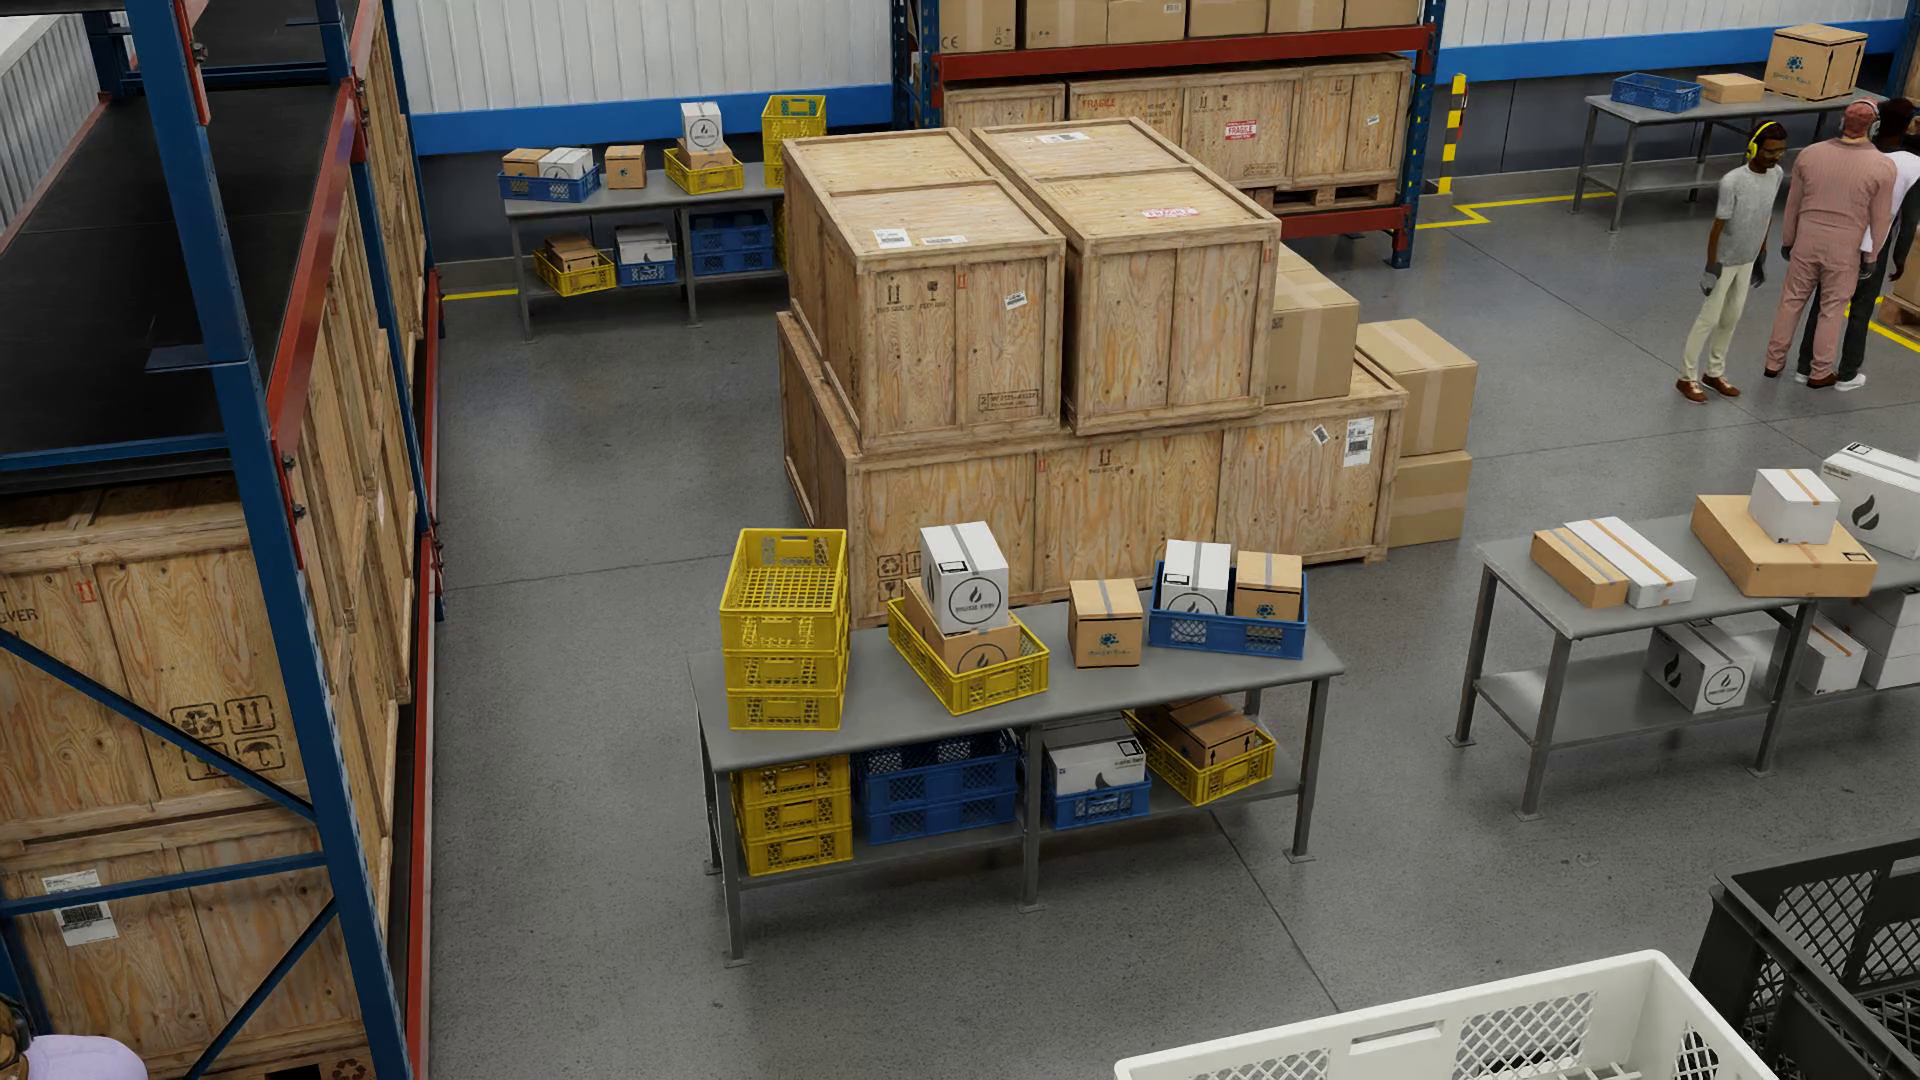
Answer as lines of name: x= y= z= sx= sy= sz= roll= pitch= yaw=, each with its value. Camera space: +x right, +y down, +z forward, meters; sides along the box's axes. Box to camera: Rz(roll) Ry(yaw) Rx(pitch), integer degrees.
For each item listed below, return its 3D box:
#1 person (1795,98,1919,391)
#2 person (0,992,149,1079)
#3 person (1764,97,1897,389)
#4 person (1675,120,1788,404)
person: x=5.875 y=-1.916 z=10.871 sx=0.597 sy=1.916 sz=0.370 roll=23 pitch=36 yaw=35
person: x=-2.208 y=1.816 z=4.087 sx=0.625 sy=1.933 sz=0.374 roll=-17 pitch=33 yaw=-28
person: x=5.724 y=-1.943 z=10.929 sx=0.642 sy=1.912 sz=0.409 roll=26 pitch=38 yaw=38
person: x=4.988 y=-1.780 z=10.694 sx=0.517 sy=1.858 sz=0.330 roll=-13 pitch=31 yaw=-22
